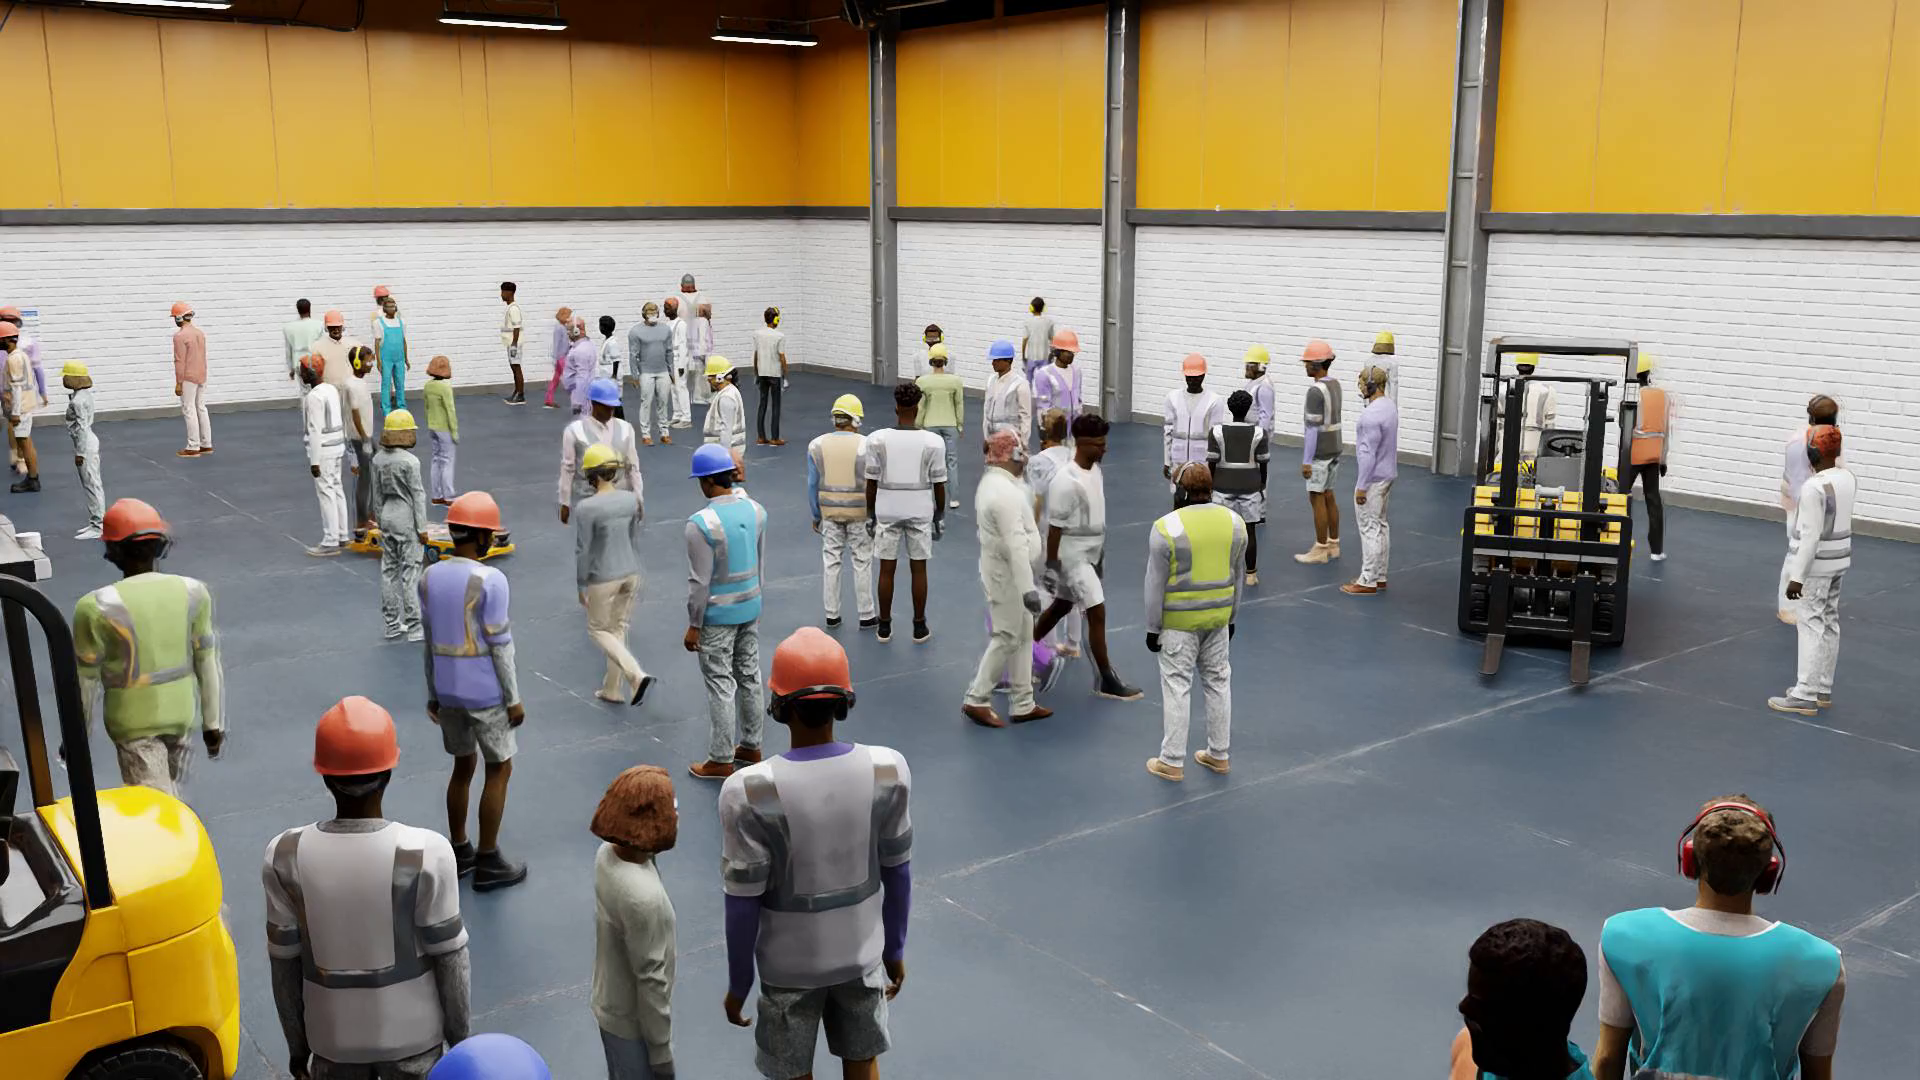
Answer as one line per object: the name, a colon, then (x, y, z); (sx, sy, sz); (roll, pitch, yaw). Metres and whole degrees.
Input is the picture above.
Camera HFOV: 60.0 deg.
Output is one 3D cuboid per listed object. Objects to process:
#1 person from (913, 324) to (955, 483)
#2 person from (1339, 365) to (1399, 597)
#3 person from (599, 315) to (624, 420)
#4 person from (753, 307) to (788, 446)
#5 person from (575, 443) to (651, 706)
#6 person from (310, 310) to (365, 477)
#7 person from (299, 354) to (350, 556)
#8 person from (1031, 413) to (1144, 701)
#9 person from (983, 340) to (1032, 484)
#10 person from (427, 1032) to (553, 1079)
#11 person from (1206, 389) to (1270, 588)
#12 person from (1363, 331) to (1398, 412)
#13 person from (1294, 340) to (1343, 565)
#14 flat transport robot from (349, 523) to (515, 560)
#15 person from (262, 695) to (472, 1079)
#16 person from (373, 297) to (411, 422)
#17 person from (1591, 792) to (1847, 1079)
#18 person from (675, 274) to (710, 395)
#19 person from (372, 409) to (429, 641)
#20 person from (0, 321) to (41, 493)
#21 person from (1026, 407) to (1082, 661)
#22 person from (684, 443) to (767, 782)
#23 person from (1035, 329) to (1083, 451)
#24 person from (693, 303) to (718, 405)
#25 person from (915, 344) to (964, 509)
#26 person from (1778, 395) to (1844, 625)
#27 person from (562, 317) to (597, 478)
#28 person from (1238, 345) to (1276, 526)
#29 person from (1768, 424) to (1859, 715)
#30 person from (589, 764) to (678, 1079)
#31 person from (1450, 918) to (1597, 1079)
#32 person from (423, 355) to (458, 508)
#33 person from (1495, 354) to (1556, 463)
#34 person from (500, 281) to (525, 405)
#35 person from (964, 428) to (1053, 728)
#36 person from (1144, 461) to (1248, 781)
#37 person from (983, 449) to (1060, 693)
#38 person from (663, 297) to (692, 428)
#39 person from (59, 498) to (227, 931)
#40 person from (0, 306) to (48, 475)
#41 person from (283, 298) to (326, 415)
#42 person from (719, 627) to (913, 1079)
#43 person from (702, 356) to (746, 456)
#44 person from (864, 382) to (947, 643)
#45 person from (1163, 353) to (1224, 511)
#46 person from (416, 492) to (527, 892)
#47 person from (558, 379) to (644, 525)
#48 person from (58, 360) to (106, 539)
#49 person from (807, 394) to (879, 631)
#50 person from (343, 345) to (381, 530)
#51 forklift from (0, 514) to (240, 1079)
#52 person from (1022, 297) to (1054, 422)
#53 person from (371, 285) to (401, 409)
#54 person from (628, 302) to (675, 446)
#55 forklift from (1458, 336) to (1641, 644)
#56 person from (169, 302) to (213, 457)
person: (-0.290, -1.579, 19.309); (0.512, 1.861, 0.325); (0, 12, -1)
person: (3.449, -0.492, 13.895); (0.382, 1.930, 0.636); (6, 13, 28)
person: (-4.796, -2.240, 22.881); (0.321, 1.698, 0.534); (-5, 13, -22)
person: (-2.531, -2.178, 22.212); (0.531, 1.856, 0.330); (6, 13, 26)
person: (-2.209, 0.253, 10.764); (0.598, 1.741, 0.523); (9, 15, 38)
person: (-7.337, -1.723, 19.666); (0.623, 1.992, 0.392); (-8, 14, -33)
person: (-5.918, -0.791, 15.458); (0.359, 1.880, 0.578); (0, 12, -1)
person: (0.750, 0.087, 11.149); (1.007, 1.915, 0.613); (5, 13, 23)
person: (0.431, -0.971, 16.148); (0.405, 1.945, 0.615); (-9, 15, -38)
person: (-0.757, 1.776, 2.886); (0.605, 1.948, 0.391); (-11, 16, -42)
person: (2.354, -0.430, 14.146); (0.541, 1.695, 0.316); (2, 12, 7)
person: (5.018, -1.619, 19.809); (0.321, 1.737, 0.487); (-8, 14, -35)
person: (3.252, -0.799, 15.127); (0.420, 2.033, 0.610); (8, 14, 33)
flat transport robot: (-4.928, 0.005, 15.510); (1.431, 0.197, 0.652); (6, 13, 26)
person: (-1.664, 1.390, 4.771); (0.552, 1.939, 0.355); (0, 12, -1)
person: (-8.359, -2.649, 24.507); (0.340, 1.845, 0.512); (11, 16, 43)
person: (1.887, 1.549, 4.229); (0.565, 1.846, 0.390); (4, 12, 19)
person: (-4.530, -3.431, 27.805); (0.688, 2.000, 0.539); (-5, 13, -24)
person: (-4.181, -0.115, 12.518); (0.492, 1.740, 0.325); (7, 14, 30)
person: (-10.626, -1.493, 18.736); (0.380, 1.929, 0.539); (-5, 13, -23)
person: (0.670, -0.020, 11.806); (0.509, 1.844, 0.329); (-8, 14, -34)
person: (-1.345, 0.412, 9.488); (0.395, 1.941, 0.601); (7, 14, 31)
person: (1.011, -1.061, 16.394); (0.611, 2.032, 0.411); (-11, 16, -43)
person: (-3.991, -2.950, 26.500); (0.626, 1.617, 0.550); (-2, 12, -10)
person: (-0.220, -1.202, 17.702); (0.524, 1.771, 0.312); (-2, 12, -8)
person: (6.693, -0.248, 13.031); (0.764, 1.810, 0.434); (-11, 16, -42)
person: (-4.506, -1.689, 19.720); (0.407, 1.908, 0.639); (-1, 12, -5)
person: (2.972, -1.053, 16.824); (0.404, 1.833, 0.592); (-1, 12, -3)
person: (5.512, 0.188, 10.708); (0.573, 1.884, 0.359); (-9, 15, -38)
person: (-0.987, 1.477, 5.118); (0.280, 1.628, 0.504); (-5, 13, -24)
person: (1.170, 1.678, 3.435); (0.391, 1.916, 0.590); (-3, 12, -13)
person: (-5.554, -1.165, 17.856); (0.504, 1.633, 0.274); (10, 16, 41)
person: (5.282, -0.859, 15.661); (0.587, 1.928, 0.363); (4, 12, 19)
person: (-7.178, -3.160, 26.676); (0.361, 1.965, 0.612); (-4, 12, -20)
person: (0.301, 0.253, 10.407); (0.585, 1.881, 0.752); (-1, 12, -2)
person: (1.329, 0.461, 9.532); (0.623, 1.835, 0.431); (-5, 13, -24)
person: (0.381, 0.195, 11.061); (0.585, 1.723, 0.586); (5, 13, 24)
person: (-4.087, -2.547, 23.946); (0.344, 1.875, 0.577); (-7, 14, -32)
person: (-3.665, 0.800, 7.509); (1.053, 1.993, 0.610); (6, 13, 28)
person: (-11.296, -1.782, 19.908); (0.664, 2.007, 0.534); (-2, 12, -12)
person: (-9.113, -2.418, 23.253); (0.610, 1.895, 0.460); (0, 12, -2)
person: (-0.444, 1.267, 5.110); (0.605, 2.044, 0.375); (-6, 13, -25)
person: (-2.247, -0.850, 15.897); (0.403, 1.817, 0.601); (-1, 12, -6)
person: (-0.406, -0.198, 12.415); (0.611, 1.954, 0.393); (0, 12, 0)
person: (2.100, -0.732, 15.061); (0.540, 1.930, 0.384); (4, 12, 20)
person: (-2.364, 0.726, 8.037); (0.576, 1.910, 0.492); (7, 13, 30)
person: (-2.738, -0.295, 12.984); (0.627, 1.901, 0.914); (-9, 15, -38)
person: (-8.557, -0.884, 16.222); (0.287, 1.746, 0.487); (-5, 13, -21)
person: (-0.865, -0.205, 12.762); (0.592, 1.819, 0.404); (3, 12, 14)
person: (-5.835, -1.004, 16.540); (0.519, 1.856, 0.549); (-1, 12, -6)
forklift: (-3.687, 1.115, 5.480); (2.313, 2.155, 1.214); (-9, 15, -36)
person: (1.130, -2.668, 24.609); (0.496, 1.844, 0.822); (-1, 12, -6)
person: (-9.002, -3.031, 26.184); (0.510, 1.926, 0.577); (6, 13, 27)
person: (-4.108, -2.217, 22.230); (0.635, 1.929, 0.382); (-8, 14, -36)
forklift: (4.683, -0.471, 13.136); (1.214, 2.155, 2.313); (4, 12, 20)
person: (-9.878, -2.058, 21.329); (0.406, 1.981, 0.625); (1, 12, 5)
